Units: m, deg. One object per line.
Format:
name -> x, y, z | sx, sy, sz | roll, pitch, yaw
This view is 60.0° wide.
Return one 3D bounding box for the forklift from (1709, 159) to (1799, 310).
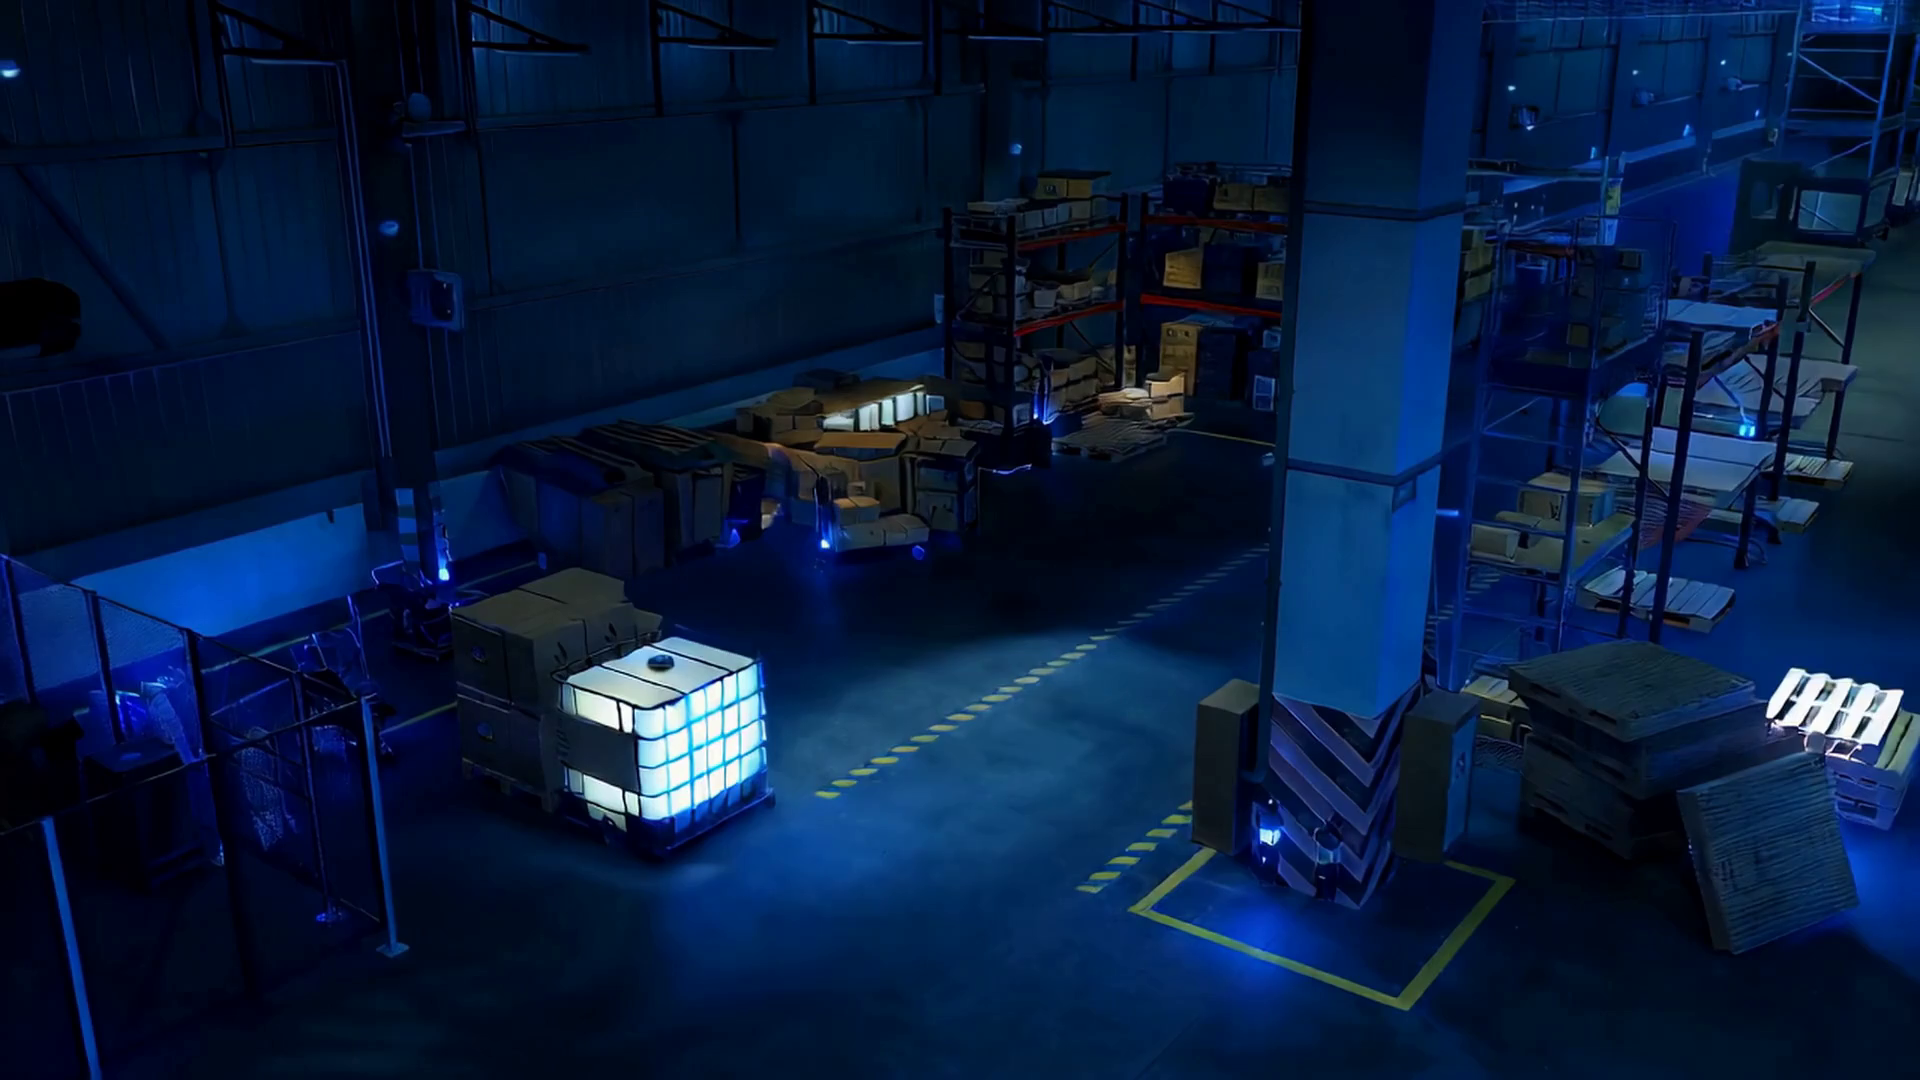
forklift -> 14.776, -5.601, 30.763 | 1.129, 2.768, 1.873 | 13, 22, 34
